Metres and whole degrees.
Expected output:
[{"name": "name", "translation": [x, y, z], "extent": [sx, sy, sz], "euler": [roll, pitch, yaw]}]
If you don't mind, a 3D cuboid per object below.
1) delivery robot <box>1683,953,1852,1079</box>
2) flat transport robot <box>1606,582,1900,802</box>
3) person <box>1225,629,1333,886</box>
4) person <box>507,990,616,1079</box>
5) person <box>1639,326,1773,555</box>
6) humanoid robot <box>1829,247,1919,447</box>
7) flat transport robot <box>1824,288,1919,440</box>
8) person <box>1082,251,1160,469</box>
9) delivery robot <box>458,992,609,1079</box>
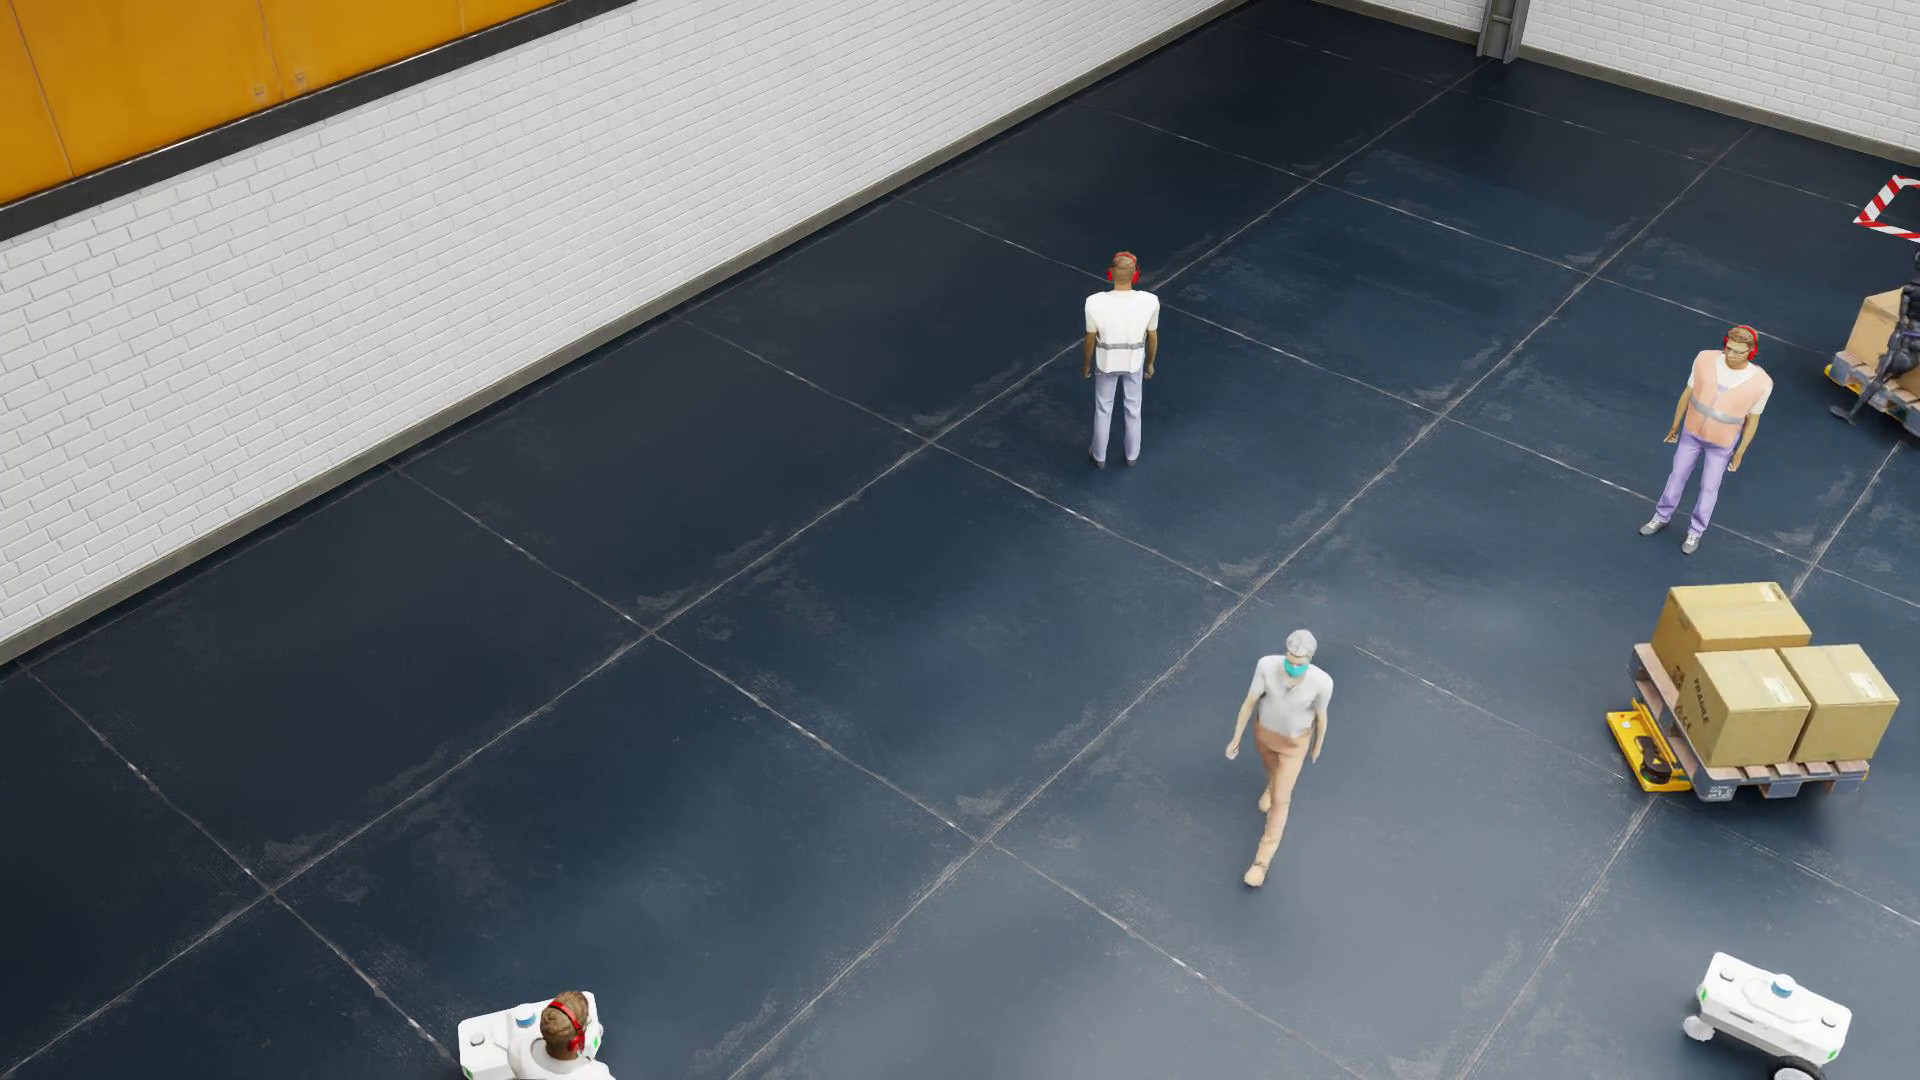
[{"name": "delivery robot", "translation": [4.353, 2.566, 8.888], "extent": [0.790, 0.614, 0.499], "euler": [23, 44, 26]}, {"name": "flat transport robot", "translation": [4.982, 1.287, 10.688], "extent": [1.431, 0.231, 0.659], "euler": [-3, 39, -3]}, {"name": "person", "translation": [1.862, 1.150, 9.725], "extent": [0.485, 1.698, 0.924], "euler": [20, 43, 23]}, {"name": "person", "translation": [-1.751, 2.741, 7.641], "extent": [0.566, 1.833, 0.394], "euler": [17, 42, 20]}, {"name": "person", "translation": [5.393, -0.744, 11.953], "extent": [0.564, 1.846, 0.391], "euler": [31, 48, 32]}, {"name": "humanoid robot", "translation": [7.494, -1.534, 13.099], "extent": [0.610, 1.600, 0.709], "euler": [-21, 44, -24]}, {"name": "flat transport robot", "translation": [7.929, -1.144, 13.706], "extent": [0.659, 0.231, 1.431], "euler": [-14, 41, -17]}, {"name": "person", "translation": [1.212, -1.339, 12.699], "extent": [0.563, 1.837, 0.389], "euler": [0, 39, 0]}, {"name": "delivery robot", "translation": [-2.269, 2.673, 8.756], "extent": [0.815, 0.614, 0.499], "euler": [-10, 40, -13]}]
